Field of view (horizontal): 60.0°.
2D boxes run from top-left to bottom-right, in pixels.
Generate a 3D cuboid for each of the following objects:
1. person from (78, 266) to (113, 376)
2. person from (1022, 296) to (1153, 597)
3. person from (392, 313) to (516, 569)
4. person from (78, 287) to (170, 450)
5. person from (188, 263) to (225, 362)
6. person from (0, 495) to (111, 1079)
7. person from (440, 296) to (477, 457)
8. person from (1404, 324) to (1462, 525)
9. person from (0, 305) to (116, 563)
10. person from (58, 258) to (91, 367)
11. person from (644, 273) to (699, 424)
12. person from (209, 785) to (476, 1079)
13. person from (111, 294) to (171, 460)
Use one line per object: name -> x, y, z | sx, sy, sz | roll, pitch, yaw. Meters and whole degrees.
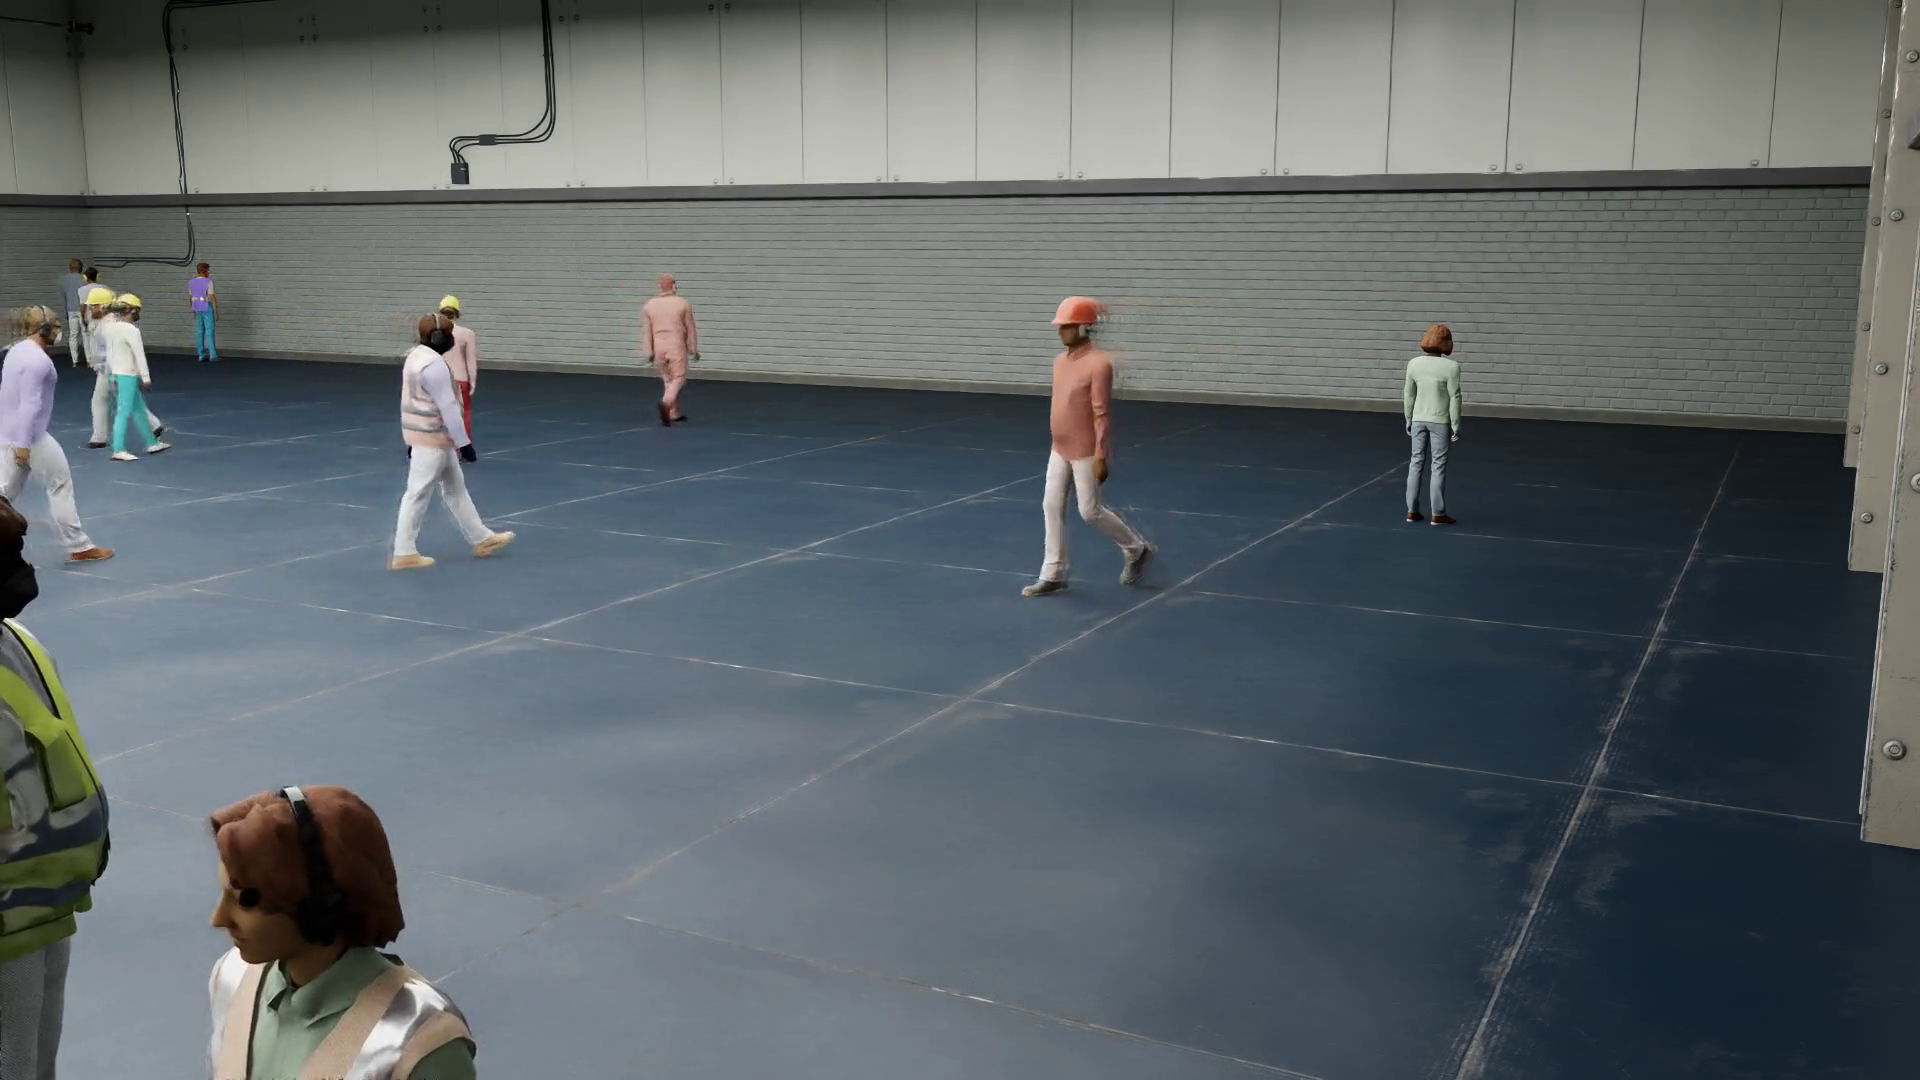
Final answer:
person -> -14.326, -3.625, 27.656 | 0.527, 1.847, 0.721 | -7, 13, -34
person -> 0.842, -0.610, 10.881 | 0.859, 1.970, 0.622 | -6, 12, -28
person -> -3.655, -0.705, 11.845 | 0.933, 1.794, 0.638 | -5, 11, -25
person -> -9.255, -1.884, 18.302 | 0.876, 1.796, 0.592 | -3, 11, -18
person -> -14.087, -4.236, 30.996 | 0.564, 1.837, 0.388 | 4, 11, 19
person -> -2.024, 0.801, 3.520 | 0.429, 1.844, 0.626 | -3, 11, -15
person -> -5.259, -1.651, 17.208 | 0.536, 1.719, 0.895 | -3, 11, -14
person -> 3.864, -0.942, 13.594 | 0.267, 1.631, 0.507 | -9, 14, -41
person -> -6.633, -0.707, 11.695 | 1.028, 1.876, 0.660 | -10, 14, -44
person -> -15.721, -4.050, 29.708 | 0.635, 1.939, 0.367 | 1, 10, 4
person -> -3.629, -2.377, 20.748 | 0.655, 1.883, 0.797 | 4, 11, 19
person -> -0.848, 1.122, 2.329 | 0.517, 1.636, 0.314 | 7, 12, 32
person -> -8.705, -1.725, 17.621 | 0.745, 1.720, 0.599 | -10, 14, -43
